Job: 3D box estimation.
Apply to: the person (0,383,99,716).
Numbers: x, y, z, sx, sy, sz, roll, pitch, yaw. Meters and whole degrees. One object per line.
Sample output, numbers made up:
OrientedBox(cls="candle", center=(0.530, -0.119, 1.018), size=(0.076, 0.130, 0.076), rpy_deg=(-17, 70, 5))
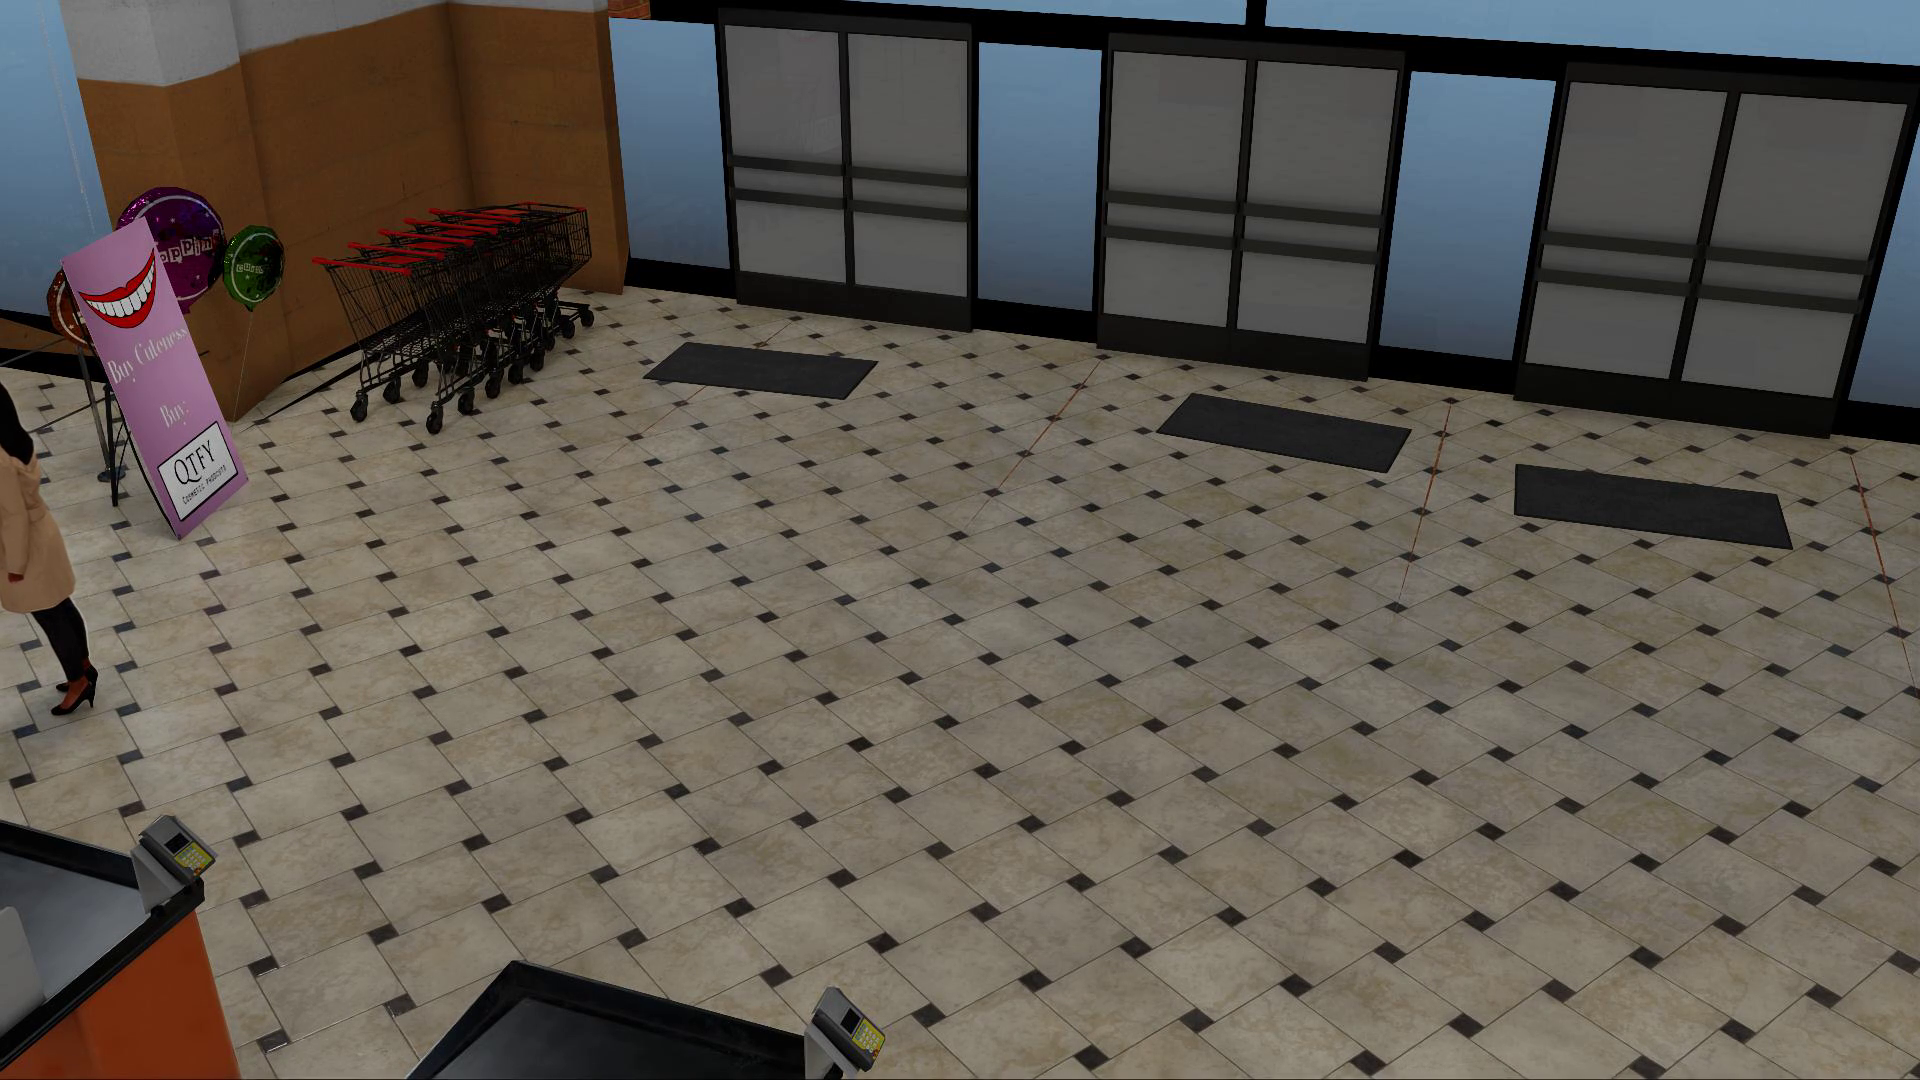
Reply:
OrientedBox(cls="person", center=(-4.306, 0.037, 7.706), size=(0.784, 1.680, 0.683), rpy_deg=(-8, 28, -14))
